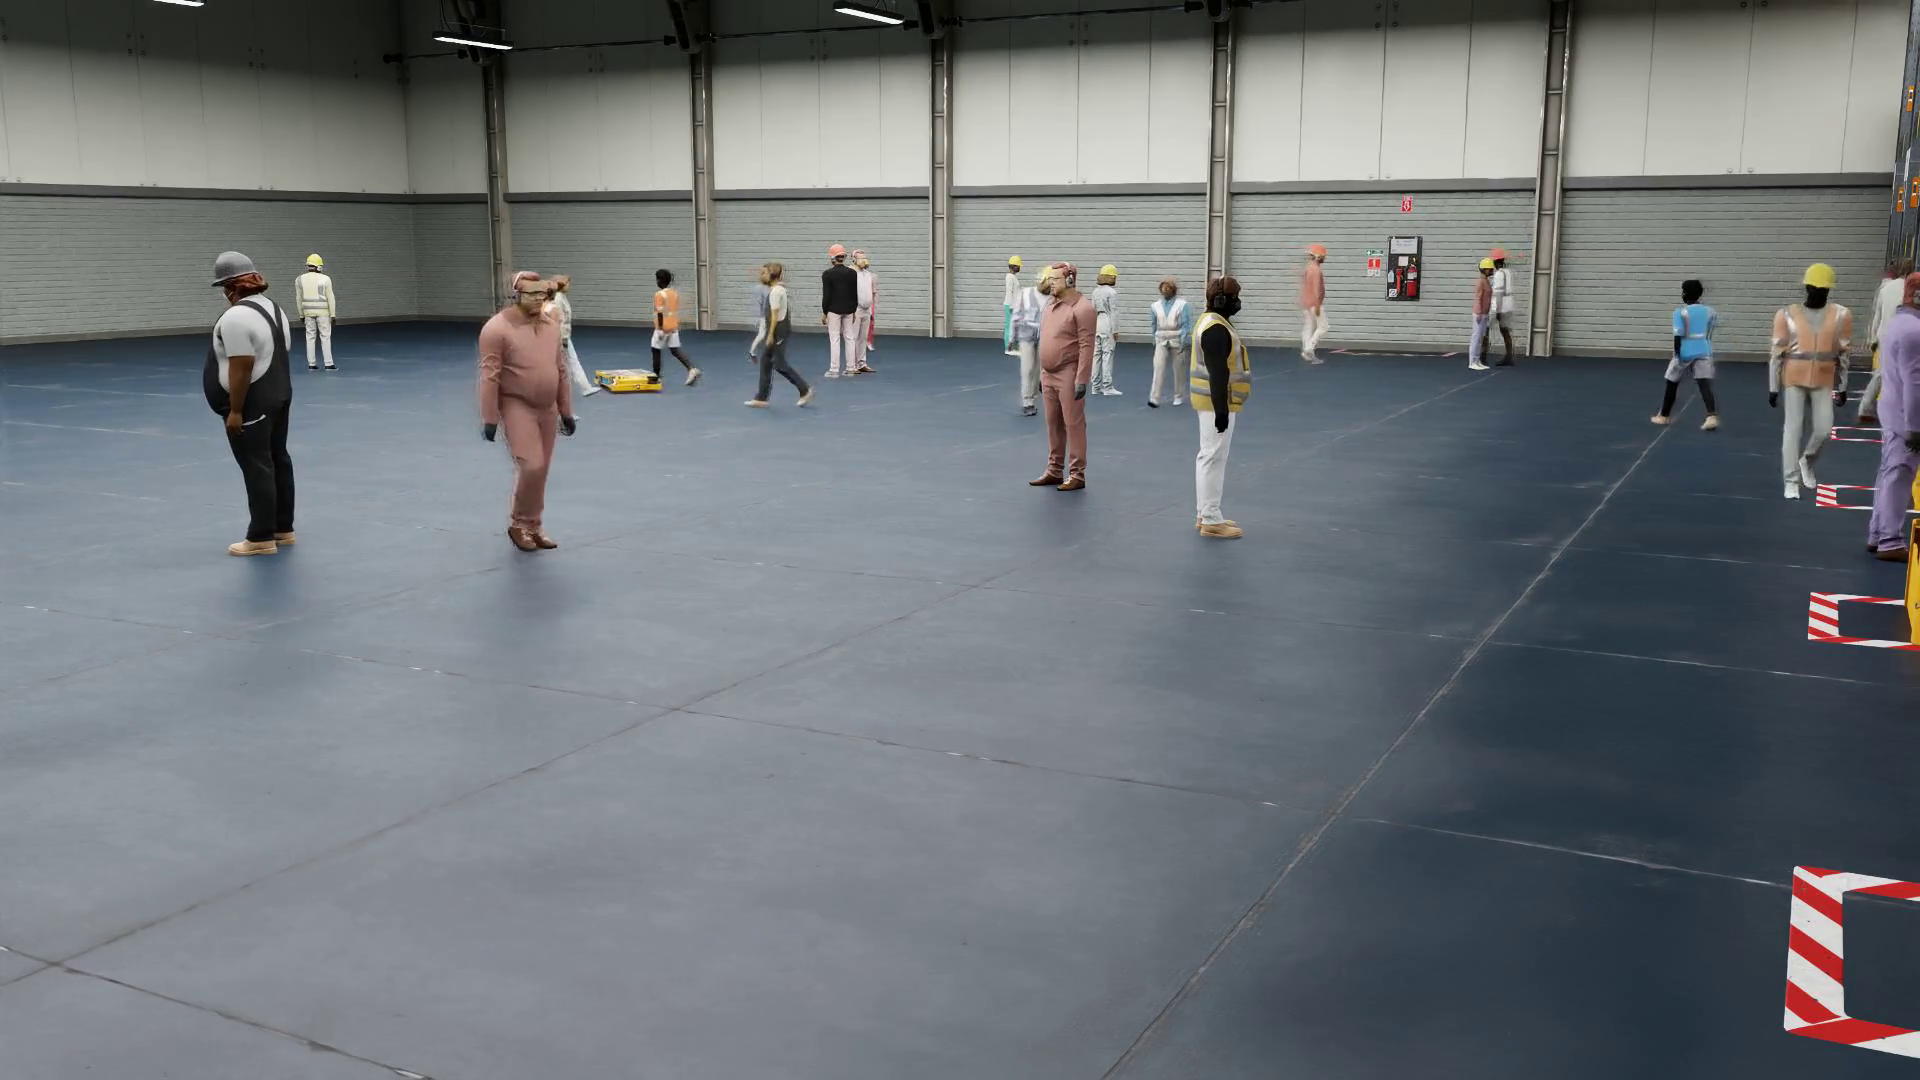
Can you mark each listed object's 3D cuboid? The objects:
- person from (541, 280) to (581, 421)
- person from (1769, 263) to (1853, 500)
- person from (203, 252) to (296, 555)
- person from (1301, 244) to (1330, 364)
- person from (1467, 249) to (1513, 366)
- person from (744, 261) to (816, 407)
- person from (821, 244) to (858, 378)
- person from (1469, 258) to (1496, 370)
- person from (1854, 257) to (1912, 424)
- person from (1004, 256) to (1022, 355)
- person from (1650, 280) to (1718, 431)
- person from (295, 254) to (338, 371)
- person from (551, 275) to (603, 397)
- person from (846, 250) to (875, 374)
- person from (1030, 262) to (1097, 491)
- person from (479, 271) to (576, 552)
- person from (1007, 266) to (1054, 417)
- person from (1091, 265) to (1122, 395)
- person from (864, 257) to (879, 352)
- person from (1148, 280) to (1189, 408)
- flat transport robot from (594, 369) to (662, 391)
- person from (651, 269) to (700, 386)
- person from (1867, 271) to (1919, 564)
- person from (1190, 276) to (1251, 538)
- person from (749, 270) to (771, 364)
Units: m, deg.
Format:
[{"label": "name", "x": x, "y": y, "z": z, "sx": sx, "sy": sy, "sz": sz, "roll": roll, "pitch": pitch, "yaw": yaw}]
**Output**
[{"label": "person", "x": -4.664, "y": -2.143, "z": 18.986, "sx": 0.535, "sy": 1.615, "sz": 0.667, "roll": 9, "pitch": 13, "yaw": 39}, {"label": "person", "x": 6.882, "y": -1.284, "z": 13.501, "sx": 0.602, "sy": 1.909, "sz": 0.476, "roll": 3, "pitch": 11, "yaw": 15}, {"label": "person", "x": -4.787, "y": -0.923, "z": 11.168, "sx": 0.536, "sy": 2.000, "sz": 0.683, "roll": 1, "pitch": 10, "yaw": 3}, {"label": "person", "x": 5.889, "y": -3.896, "z": 27.522, "sx": 0.435, "sy": 1.982, "sz": 0.642, "roll": 0, "pitch": 10, "yaw": -2}, {"label": "person", "x": 8.706, "y": -3.793, "z": 27.186, "sx": 0.845, "sy": 1.899, "sz": 0.567, "roll": 8, "pitch": 13, "yaw": 36}, {"label": "person", "x": -2.240, "y": -2.533, "z": 20.550, "sx": 0.828, "sy": 1.822, "sz": 0.536, "roll": -2, "pitch": 11, "yaw": -12}, {"label": "person", "x": -1.814, "y": -3.438, "z": 25.008, "sx": 0.612, "sy": 1.993, "sz": 0.383, "roll": -8, "pitch": 13, "yaw": -36}, {"label": "person", "x": 8.325, "y": -3.589, "z": 26.452, "sx": 0.331, "sy": 1.767, "sz": 0.527, "roll": 7, "pitch": 12, "yaw": 33}, {"label": "person", "x": 10.605, "y": -2.223, "z": 18.673, "sx": 0.997, "sy": 1.889, "sz": 0.645, "roll": 0, "pitch": 10, "yaw": -2}, {"label": "person", "x": 0.951, "y": -4.173, "z": 29.648, "sx": 0.322, "sy": 1.765, "sz": 0.523, "roll": 2, "pitch": 11, "yaw": 10}, {"label": "person", "x": 8.052, "y": -2.036, "z": 18.310, "sx": 0.529, "sy": 1.650, "sz": 0.918, "roll": -2, "pitch": 11, "yaw": -13}, {"label": "person", "x": -10.093, "y": -3.564, "z": 26.135, "sx": 0.601, "sy": 1.830, "sz": 0.404, "roll": 1, "pitch": 10, "yaw": 4}, {"label": "person", "x": -5.102, "y": -2.628, "z": 21.628, "sx": 0.838, "sy": 1.595, "sz": 0.545, "roll": 0, "pitch": 10, "yaw": -1}, {"label": "person", "x": -1.556, "y": -3.524, "z": 25.718, "sx": 0.409, "sy": 1.907, "sz": 0.649, "roll": 7, "pitch": 12, "yaw": 33}, {"label": "person", "x": 0.856, "y": -1.372, "z": 13.984, "sx": 0.408, "sy": 1.908, "sz": 0.643, "roll": -7, "pitch": 12, "yaw": -33}, {"label": "person", "x": -2.874, "y": -0.857, "z": 11.216, "sx": 0.483, "sy": 1.888, "sz": 0.667, "roll": 6, "pitch": 12, "yaw": 31}, {"label": "person", "x": 0.909, "y": -2.333, "z": 19.587, "sx": 0.660, "sy": 1.771, "sz": 0.766, "roll": -1, "pitch": 10, "yaw": -7}, {"label": "person", "x": 1.965, "y": -2.808, "z": 22.274, "sx": 0.311, "sy": 1.737, "sz": 0.483, "roll": -7, "pitch": 12, "yaw": -32}, {"label": "person", "x": -1.758, "y": -4.321, "z": 30.477, "sx": 0.557, "sy": 1.743, "sz": 0.640, "roll": -2, "pitch": 11, "yaw": -9}, {"label": "person", "x": 2.593, "y": -2.428, "z": 20.630, "sx": 0.511, "sy": 1.584, "sz": 0.905, "roll": 4, "pitch": 11, "yaw": 22}, {"label": "flat transport robot", "x": -4.638, "y": -2.237, "z": 23.161, "sx": 0.652, "sy": 0.197, "sz": 1.431, "roll": -4, "pitch": 11, "yaw": -23}, {"label": "person", "x": -4.095, "y": -2.997, "z": 23.491, "sx": 0.797, "sy": 1.667, "sz": 0.537, "roll": 4, "pitch": 11, "yaw": 20}, {"label": "person", "x": 6.218, "y": -0.805, "z": 10.885, "sx": 0.406, "sy": 1.906, "sz": 0.645, "roll": 4, "pitch": 11, "yaw": 21}, {"label": "person", "x": 1.847, "y": -0.945, "z": 11.829, "sx": 0.429, "sy": 1.842, "sz": 0.633, "roll": 1, "pitch": 10, "yaw": 4}, {"label": "person", "x": -3.201, "y": -3.680, "z": 27.404, "sx": 0.510, "sy": 1.599, "sz": 0.794, "roll": -10, "pitch": 15, "yaw": -44}]
